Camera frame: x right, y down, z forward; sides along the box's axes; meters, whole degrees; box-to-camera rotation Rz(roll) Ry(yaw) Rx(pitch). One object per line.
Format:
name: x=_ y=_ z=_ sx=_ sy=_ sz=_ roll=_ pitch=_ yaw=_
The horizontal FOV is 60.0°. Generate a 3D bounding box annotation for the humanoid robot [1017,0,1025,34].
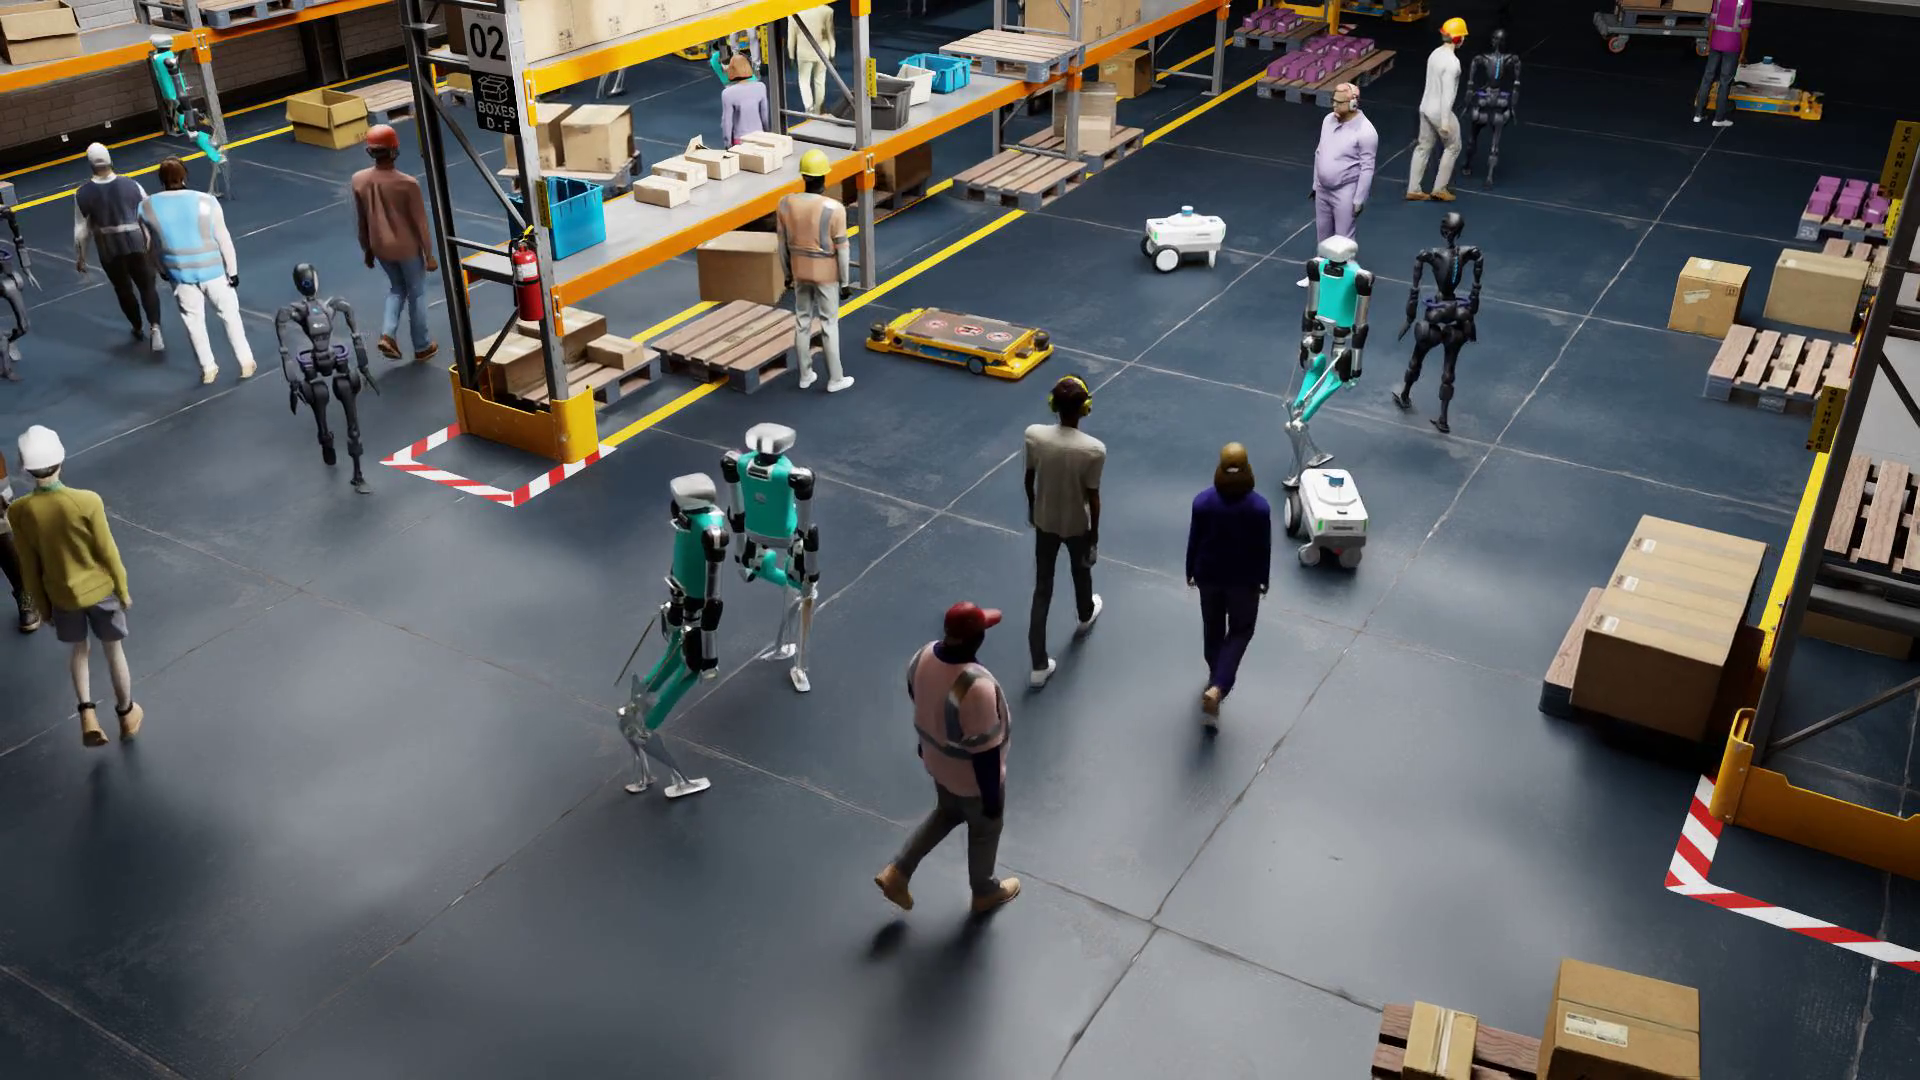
humanoid robot: x=0.994 y=-6.392 z=20.780 sx=0.552 sy=1.783 sz=0.843 roll=3 pitch=30 yaw=5

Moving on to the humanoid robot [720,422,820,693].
humanoid robot: x=-0.941 y=0.042 z=9.374 sx=0.594 sy=1.777 sz=0.868 roll=11 pitch=31 yaw=19

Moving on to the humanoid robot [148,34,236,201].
humanoid robot: x=-7.804 y=-4.287 z=17.153 sx=0.722 sy=1.898 sz=0.539 roll=-25 pitch=38 yaw=-36

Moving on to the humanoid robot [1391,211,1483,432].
humanoid robot: x=3.602 y=-1.683 z=12.504 sx=0.595 sy=1.634 sz=0.689 roll=-3 pitch=30 yaw=-6

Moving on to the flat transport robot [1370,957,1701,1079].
flat transport robot: x=2.120 y=2.576 z=6.385 sx=0.659 sy=0.231 sz=1.431 roll=10 pitch=31 yaw=18

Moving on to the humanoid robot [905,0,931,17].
humanoid robot: x=-0.652 y=-8.697 z=24.890 sx=0.587 sy=1.652 sz=0.332 roll=3 pitch=30 yaw=5

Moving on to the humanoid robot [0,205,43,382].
humanoid robot: x=-7.741 y=-2.119 z=13.259 sx=0.561 sy=1.638 sz=0.595 roll=21 pitch=35 yaw=32

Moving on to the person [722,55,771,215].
person: x=-2.149 y=-4.043 z=16.716 sx=0.503 sy=1.628 sz=0.278 roll=-18 pitch=34 yaw=-28

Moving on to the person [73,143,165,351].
person: x=-6.889 y=-2.402 z=13.701 sx=0.760 sy=1.733 sz=0.738 roll=-15 pitch=33 yaw=-25

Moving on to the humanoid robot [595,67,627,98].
humanoid robot: x=-4.406 y=-6.362 z=20.773 sx=0.539 sy=1.840 sz=0.765 roll=20 pitch=35 yaw=31

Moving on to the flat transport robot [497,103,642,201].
flat transport robot: x=-4.031 y=-3.631 z=17.364 sx=0.659 sy=0.231 sz=1.431 roll=4 pitch=30 yaw=7

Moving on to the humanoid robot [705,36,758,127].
humanoid robot: x=-2.681 y=-5.672 z=19.532 sx=0.784 sy=1.815 sz=0.543 roll=-17 pitch=34 yaw=-27

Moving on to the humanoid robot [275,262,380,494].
humanoid robot: x=-4.399 y=-1.155 z=11.590 sx=0.602 sy=1.633 sz=0.645 roll=-15 pitch=33 yaw=-25

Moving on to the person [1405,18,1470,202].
person: x=4.994 y=-4.406 z=17.104 sx=0.670 sy=1.870 sz=0.591 roll=-7 pitch=30 yaw=-13

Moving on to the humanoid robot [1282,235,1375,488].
humanoid robot: x=2.433 y=-1.189 z=11.573 sx=0.880 sy=1.783 sz=0.552 roll=-23 pitch=37 yaw=-34

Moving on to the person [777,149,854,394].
person: x=-1.118 y=-2.077 z=12.933 sx=0.588 sy=1.926 sz=0.385 roll=11 pitch=31 yaw=19

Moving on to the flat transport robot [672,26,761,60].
flat transport robot: x=-3.322 y=-6.942 z=23.222 sx=1.431 sy=0.231 sz=0.659 roll=-21 pitch=36 yaw=-33

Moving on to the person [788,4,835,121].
person: x=-1.738 y=-5.743 z=19.611 sx=0.573 sy=1.729 sz=0.544 roll=-6 pitch=30 yaw=-10

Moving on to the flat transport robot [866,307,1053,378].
flat transport robot: x=-0.006 y=-1.661 z=13.879 sx=1.431 sy=0.231 sz=0.659 roll=15 pitch=33 yaw=24

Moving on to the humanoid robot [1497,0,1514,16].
humanoid robot: x=8.321 y=-8.717 z=24.924 sx=0.616 sy=1.646 sz=0.365 roll=4 pitch=30 yaw=7

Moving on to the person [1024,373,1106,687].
person: x=0.595 y=-0.115 z=9.565 sx=0.508 sy=1.816 sz=0.978 roll=10 pitch=31 yaw=17

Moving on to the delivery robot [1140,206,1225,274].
delivery robot: x=2.088 y=-2.832 z=15.679 sx=0.784 sy=0.613 sz=0.520 roll=-4 pitch=30 yaw=-8

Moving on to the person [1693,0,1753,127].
person: x=9.057 y=-5.823 z=19.641 sx=0.338 sy=1.845 sz=0.509 roll=-20 pitch=35 yaw=-31

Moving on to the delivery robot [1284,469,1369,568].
delivery robot: x=2.437 y=-0.184 z=10.973 sx=0.525 sy=0.592 sz=0.763 roll=0 pitch=29 yaw=1

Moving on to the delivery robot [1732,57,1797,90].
delivery robot: x=10.015 y=-5.740 z=20.799 sx=0.760 sy=0.589 sz=0.503 roll=14 pitch=33 yaw=24

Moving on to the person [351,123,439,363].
person: x=-4.505 y=-2.328 z=13.325 sx=0.639 sy=1.974 sz=0.516 roll=8 pitch=30 yaw=13

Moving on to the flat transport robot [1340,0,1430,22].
flat transport robot: x=6.334 y=-8.088 z=25.248 sx=1.431 sy=0.231 sz=0.659 roll=21 pitch=36 yaw=32

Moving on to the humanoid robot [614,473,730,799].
humanoid robot: x=-1.556 y=0.561 z=8.472 sx=0.854 sy=1.775 sz=0.566 roll=-16 pitch=33 yaw=-25

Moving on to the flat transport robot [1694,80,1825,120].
flat transport robot: x=9.876 y=-5.431 z=20.549 sx=1.431 sy=0.231 sz=0.659 roll=14 pitch=32 yaw=23

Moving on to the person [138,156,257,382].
person: x=-6.009 y=-2.109 z=13.084 sx=0.645 sy=1.837 sz=0.455 roll=-7 pitch=30 yaw=-13

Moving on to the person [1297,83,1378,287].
person: x=3.341 y=-3.093 z=14.752 sx=0.406 sy=1.905 sz=0.651 roll=-16 pitch=33 yaw=-27

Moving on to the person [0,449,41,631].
person: x=-5.892 y=-0.295 z=9.756 sx=0.602 sy=1.956 sz=0.386 roll=-15 pitch=33 yaw=-25

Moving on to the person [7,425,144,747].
person: x=-4.653 y=0.295 z=8.785 sx=0.476 sy=1.880 sz=0.501 roll=-8 pitch=30 yaw=-13

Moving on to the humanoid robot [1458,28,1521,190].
humanoid robot: x=5.639 y=-4.624 z=17.724 sx=0.602 sy=1.622 sz=0.760 roll=3 pitch=30 yaw=6

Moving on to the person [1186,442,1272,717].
person: x=1.466 y=0.217 z=9.194 sx=0.464 sy=1.598 sz=0.670 roll=12 pitch=32 yaw=20

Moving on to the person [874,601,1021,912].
person: x=-0.030 y=1.042 z=7.610 sx=0.650 sy=1.734 sz=0.613 roll=-17 pitch=34 yaw=-28

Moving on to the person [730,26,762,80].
person: x=-2.834 y=-6.943 z=21.531 sx=0.487 sy=1.942 sz=0.436 roll=3 pitch=30 yaw=5
